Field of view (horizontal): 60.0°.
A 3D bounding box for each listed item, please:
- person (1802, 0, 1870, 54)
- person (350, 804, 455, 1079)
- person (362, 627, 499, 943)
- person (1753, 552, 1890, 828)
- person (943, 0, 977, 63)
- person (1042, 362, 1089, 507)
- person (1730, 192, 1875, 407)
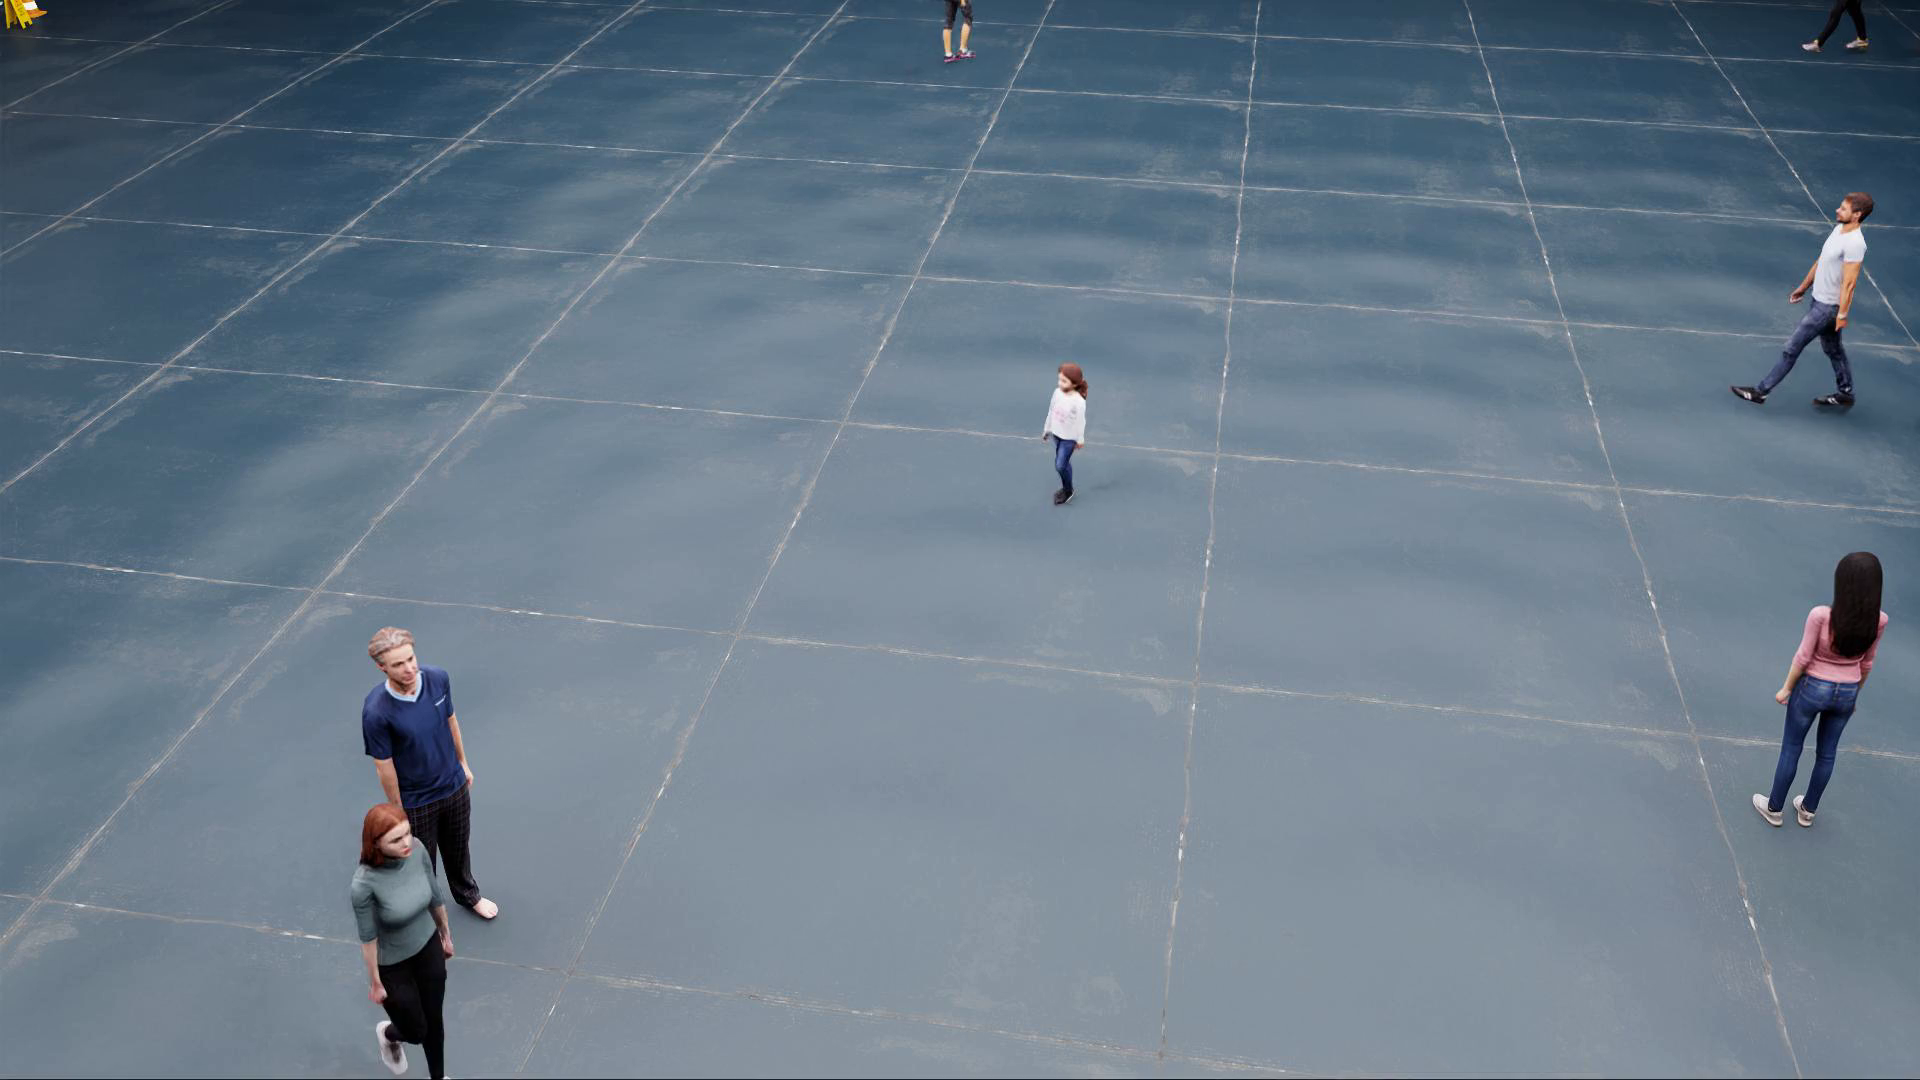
[{"bbox_3d":[11.800,-7.252,21.826,1.213,1.718,0.766,1,32,1],"label":"person"},{"bbox_3d":[-2.508,1.843,7.394,0.897,1.733,0.771,19,37,28],"label":"person"},{"bbox_3d":[-2.659,1.216,8.258,0.717,1.872,0.738,22,38,31],"label":"person"},{"bbox_3d":[4.679,0.824,9.002,0.455,1.741,0.640,4,32,6],"label":"person"},{"bbox_3d":[-0.137,-7.045,21.499,0.847,1.717,0.791,-24,39,-33],"label":"person"},{"bbox_3d":[0.811,-0.804,12.182,0.615,1.102,0.555,-21,38,-29],"label":"person"},{"bbox_3d":[6.961,-1.841,13.158,1.219,1.815,0.719,9,33,14],"label":"person"}]
